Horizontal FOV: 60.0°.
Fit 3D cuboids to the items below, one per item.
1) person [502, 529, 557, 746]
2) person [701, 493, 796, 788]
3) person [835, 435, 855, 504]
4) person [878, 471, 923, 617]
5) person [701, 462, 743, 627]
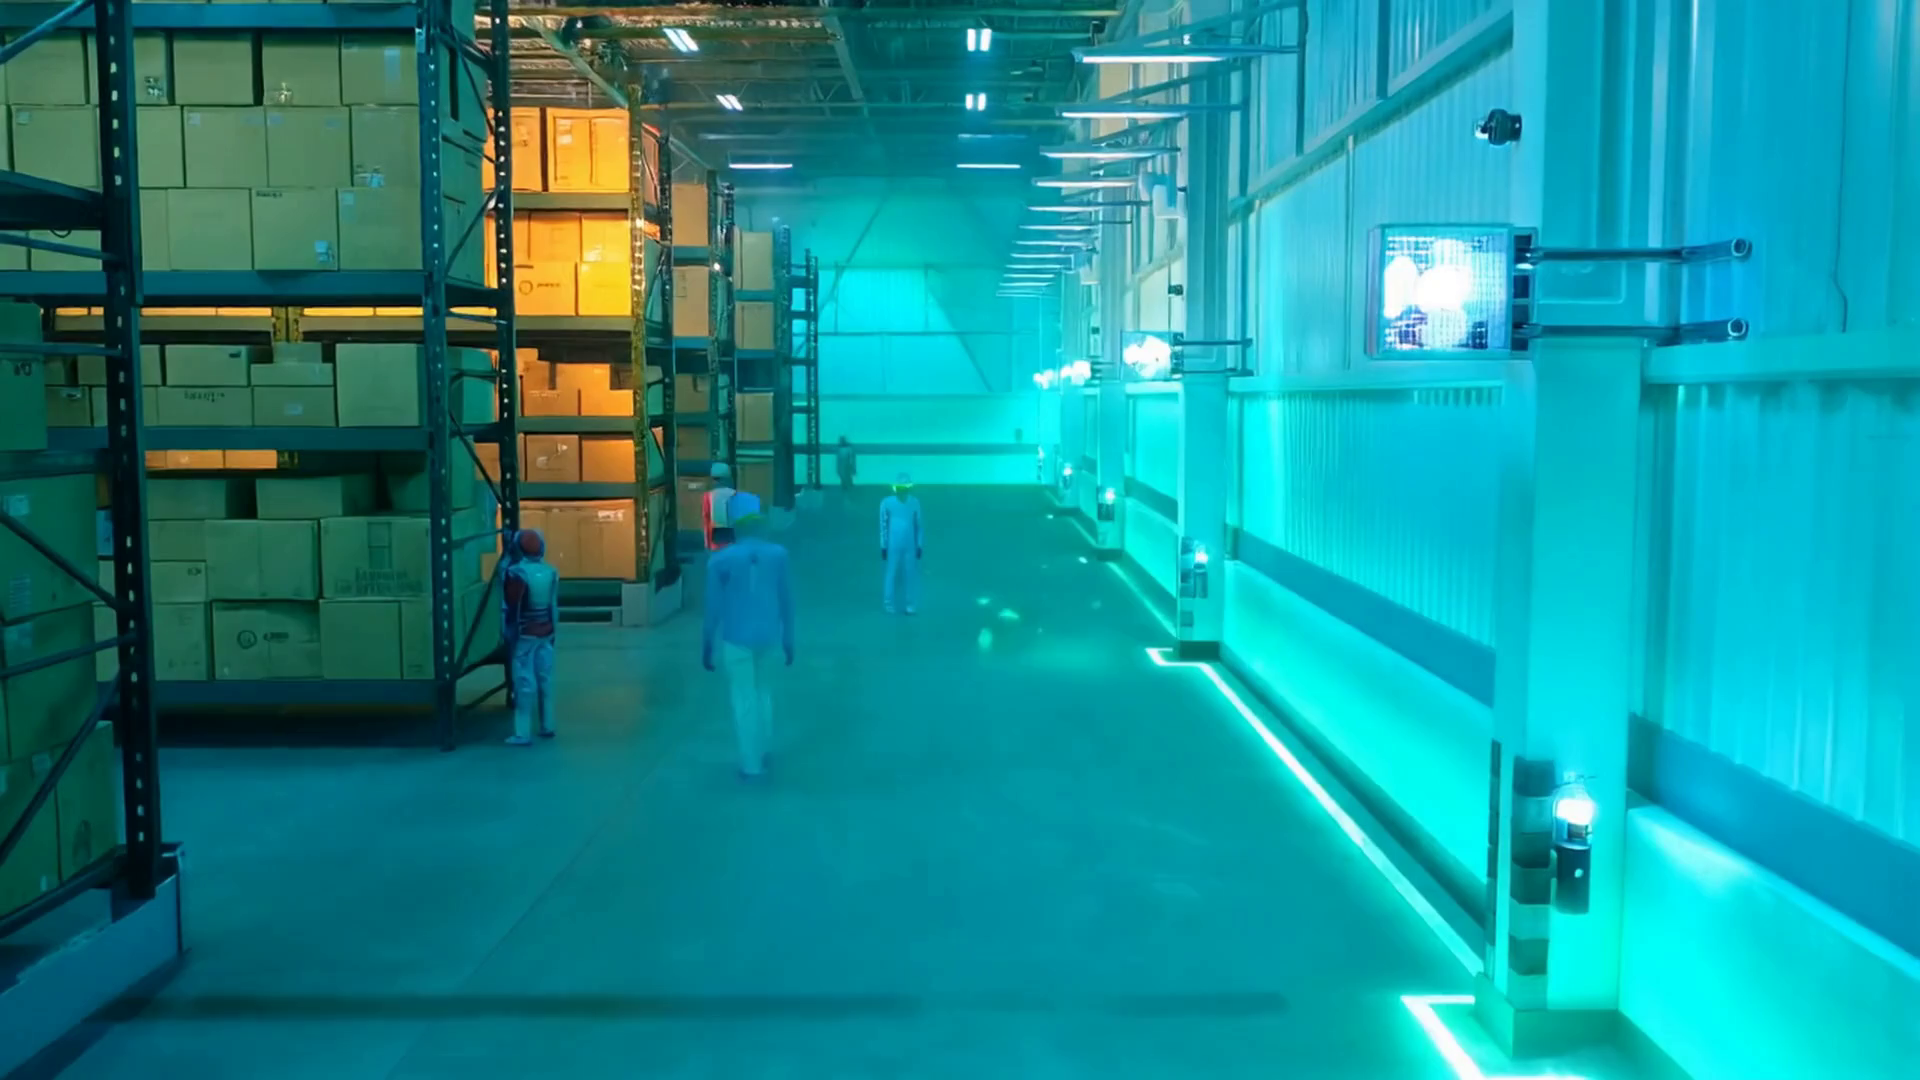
[{"bbox_3d":[-3.242,0.732,12.586,0.321,1.631,0.526,3,6,29],"label":"person"},{"bbox_3d":[-1.488,0.668,11.310,0.646,1.975,0.672,-3,6,-35],"label":"person"},{"bbox_3d":[-2.796,-1.710,40.532,0.522,1.713,0.474,-1,5,-12],"label":"person"},{"bbox_3d":[-0.695,0.049,19.877,0.566,1.744,0.350,-2,6,-27],"label":"person"},{"bbox_3d":[-2.727,0.047,19.140,0.578,1.884,0.901,2,5,19],"label":"person"}]
